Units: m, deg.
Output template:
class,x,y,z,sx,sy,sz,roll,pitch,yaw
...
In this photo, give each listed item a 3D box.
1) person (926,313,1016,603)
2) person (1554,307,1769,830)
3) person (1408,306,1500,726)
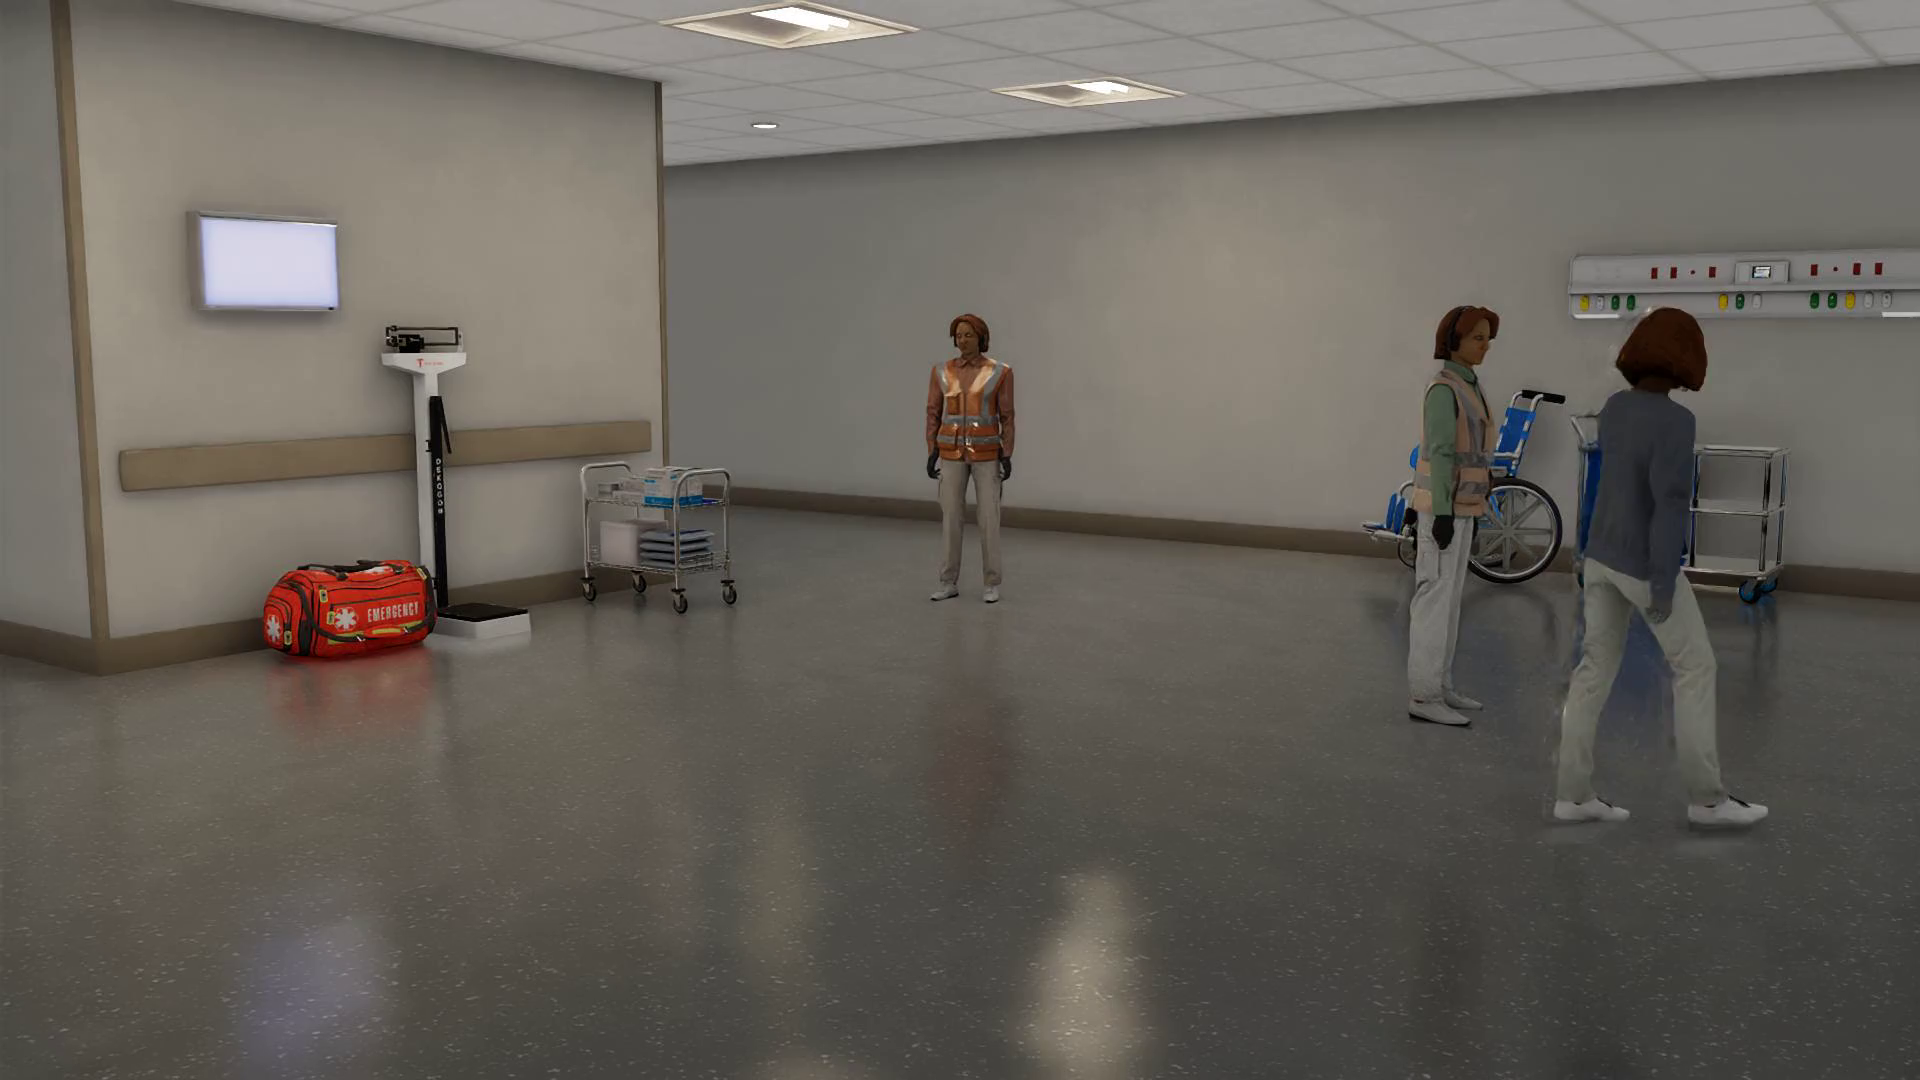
class,x,y,z,sx,sy,sz,roll,pitch,yaw
person,0.057,-0.462,9.465,0.522,1.640,0.306,2,7,15
person,2.185,0.097,5.119,0.723,1.604,0.496,-1,7,-10
person,1.948,-0.101,6.578,0.314,1.636,0.517,4,8,28
